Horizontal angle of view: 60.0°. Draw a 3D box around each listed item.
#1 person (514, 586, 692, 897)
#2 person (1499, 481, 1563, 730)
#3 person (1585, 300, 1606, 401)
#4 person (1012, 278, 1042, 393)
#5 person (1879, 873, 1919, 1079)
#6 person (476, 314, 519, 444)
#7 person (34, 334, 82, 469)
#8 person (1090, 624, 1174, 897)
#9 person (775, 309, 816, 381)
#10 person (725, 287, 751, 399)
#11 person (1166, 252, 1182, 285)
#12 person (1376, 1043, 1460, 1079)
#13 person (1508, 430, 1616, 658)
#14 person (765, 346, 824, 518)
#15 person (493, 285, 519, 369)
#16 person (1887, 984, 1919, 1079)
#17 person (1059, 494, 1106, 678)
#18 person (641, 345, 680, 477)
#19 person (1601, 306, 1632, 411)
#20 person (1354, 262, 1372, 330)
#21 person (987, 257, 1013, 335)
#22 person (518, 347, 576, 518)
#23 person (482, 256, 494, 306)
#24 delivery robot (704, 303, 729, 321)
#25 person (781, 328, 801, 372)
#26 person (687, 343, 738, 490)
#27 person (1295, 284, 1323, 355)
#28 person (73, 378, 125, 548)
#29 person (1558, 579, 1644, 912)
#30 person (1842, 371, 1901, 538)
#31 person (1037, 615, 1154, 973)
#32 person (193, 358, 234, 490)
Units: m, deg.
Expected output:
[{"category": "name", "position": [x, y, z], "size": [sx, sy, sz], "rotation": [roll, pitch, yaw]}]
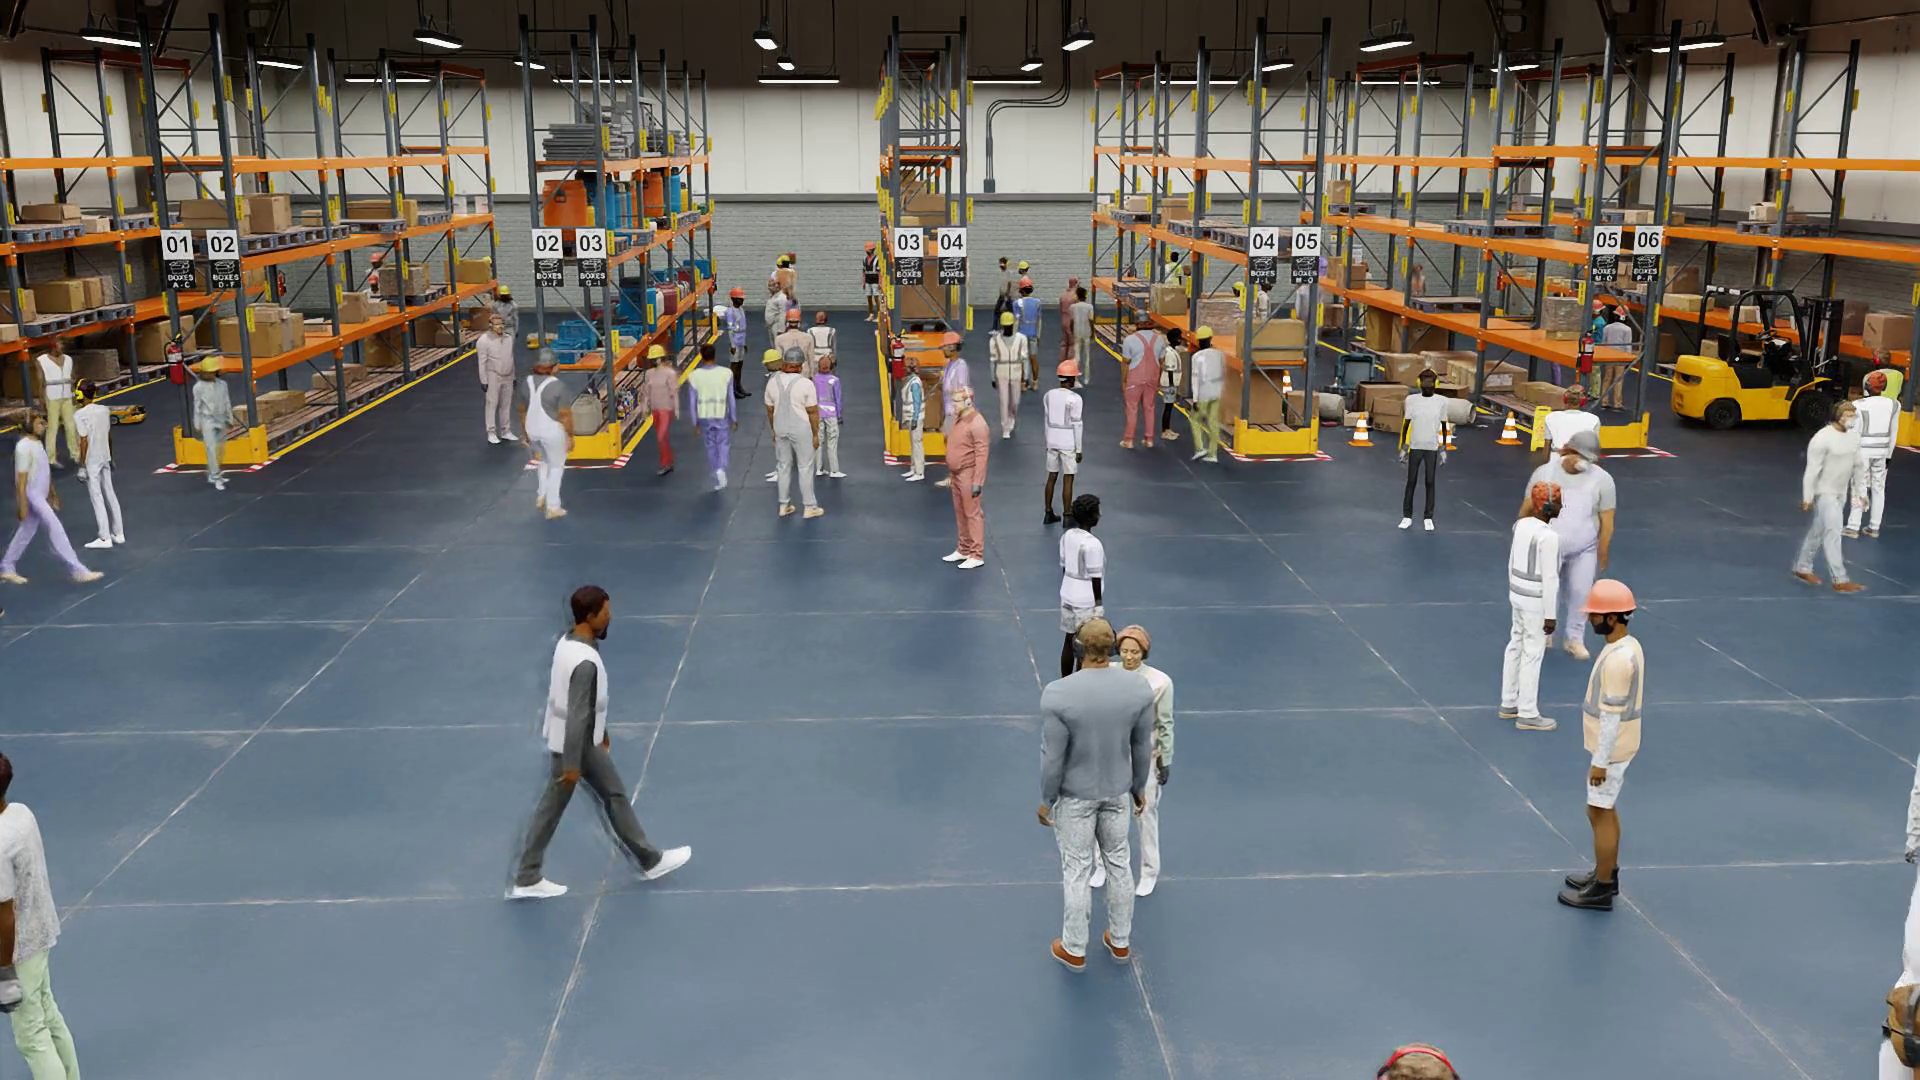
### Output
[{"category": "person", "position": [-2.163, 1.170, 9.717], "size": [1.077, 1.851, 0.604], "rotation": [-6, 15, -24]}, {"category": "person", "position": [4.327, 0.487, 12.543], "size": [0.346, 1.882, 0.578], "rotation": [-2, 13, -7]}, {"category": "person", "position": [10.955, -3.277, 28.769], "size": [0.341, 1.747, 0.570], "rotation": [3, 14, 11]}, {"category": "person", "position": [1.173, -3.670, 29.808], "size": [0.613, 2.041, 0.393], "rotation": [-8, 16, -31]}, {"category": "person", "position": [4.129, 1.837, 6.849], "size": [0.864, 1.861, 0.646], "rotation": [0, 13, 0]}, {"category": "person", "position": [-6.834, -2.393, 24.695], "size": [0.403, 1.906, 0.652], "rotation": [9, 16, 32]}, {"category": "person", "position": [-12.386, -1.914, 22.811], "size": [0.392, 1.838, 0.599], "rotation": [5, 14, 20]}, {"category": "person", "position": [0.997, 1.281, 9.730], "size": [0.522, 1.632, 0.314], "rotation": [6, 15, 26]}, {"category": "person", "position": [-2.438, -2.419, 24.610], "size": [0.609, 1.996, 0.383], "rotation": [-3, 14, -14]}, {"category": "person", "position": [-3.882, -3.454, 29.111], "size": [0.349, 1.942, 0.545], "rotation": [4, 14, 16]}, {"category": "person", "position": [5.493, -6.555, 42.783], "size": [0.531, 1.692, 0.320], "rotation": [12, 18, 42]}, {"category": "person", "position": [1.311, 2.310, 4.931], "size": [0.559, 1.835, 0.393], "rotation": [3, 14, 13]}, {"category": "person", "position": [5.129, 0.007, 14.238], "size": [0.839, 2.000, 0.534], "rotation": [9, 16, 34]}, {"category": "person", "position": [-1.927, -1.292, 19.741], "size": [0.673, 2.000, 0.535], "rotation": [7, 15, 26]}, {"category": "person", "position": [-8.768, -4.059, 32.134], "size": [0.509, 1.724, 0.638], "rotation": [0, 13, -2]}, {"category": "person", "position": [2.950, 2.245, 5.192], "size": [0.505, 1.840, 0.346], "rotation": [-7, 15, -29]}, {"category": "person", "position": [0.963, 0.475, 12.991], "size": [0.321, 1.697, 0.530], "rotation": [-6, 15, -24]}, {"category": "person", "position": [-4.039, -1.722, 22.170], "size": [0.557, 1.743, 0.621], "rotation": [9, 16, 32]}, {"category": "person", "position": [10.955, -3.022, 27.705], "size": [0.337, 1.742, 0.561], "rotation": [-7, 15, -28]}, {"category": "person", "position": [9.685, -5.864, 39.980], "size": [0.497, 1.634, 0.278], "rotation": [-9, 16, -34]}, {"category": "person", "position": [0.959, -5.653, 38.683], "size": [0.829, 1.831, 0.484], "rotation": [-13, 18, -43]}, {"category": "person", "position": [-4.834, -1.284, 19.708], "size": [0.697, 2.000, 0.553], "rotation": [6, 15, 25]}, {"category": "person", "position": [-11.288, -5.898, 39.845], "size": [0.311, 1.768, 0.532], "rotation": [-9, 16, -33]}, {"category": "delivery robot", "position": [-5.937, -5.590, 40.933], "size": [0.707, 0.478, 0.477], "rotation": [-9, 16, -35]}, {"category": "person", "position": [-2.552, -2.458, 25.540], "size": [0.308, 1.641, 0.516], "rotation": [10, 17, 36]}, {"category": "person", "position": [-3.142, -1.549, 21.142], "size": [0.626, 1.894, 0.546], "rotation": [0, 13, -2]}, {"category": "person", "position": [7.344, -4.782, 35.022], "size": [0.599, 1.809, 0.683], "rotation": [0, 13, -2]}, {"category": "person", "position": [-9.461, -0.840, 18.196], "size": [0.309, 1.868, 0.535], "rotation": [3, 14, 11]}, {"category": "person", "position": [3.700, 1.169, 9.568], "size": [0.391, 1.924, 0.553], "rotation": [6, 15, 24]}, {"category": "person", "position": [10.184, -0.953, 18.646], "size": [0.574, 1.883, 0.360], "rotation": [-1, 13, -2]}, {"category": "person", "position": [0.709, 1.340, 8.813], "size": [0.636, 1.936, 0.355], "rotation": [-4, 14, -18]}, {"category": "person", "position": [-9.640, -1.516, 21.430], "size": [0.592, 1.707, 0.559], "rotation": [7, 15, 28]}]
